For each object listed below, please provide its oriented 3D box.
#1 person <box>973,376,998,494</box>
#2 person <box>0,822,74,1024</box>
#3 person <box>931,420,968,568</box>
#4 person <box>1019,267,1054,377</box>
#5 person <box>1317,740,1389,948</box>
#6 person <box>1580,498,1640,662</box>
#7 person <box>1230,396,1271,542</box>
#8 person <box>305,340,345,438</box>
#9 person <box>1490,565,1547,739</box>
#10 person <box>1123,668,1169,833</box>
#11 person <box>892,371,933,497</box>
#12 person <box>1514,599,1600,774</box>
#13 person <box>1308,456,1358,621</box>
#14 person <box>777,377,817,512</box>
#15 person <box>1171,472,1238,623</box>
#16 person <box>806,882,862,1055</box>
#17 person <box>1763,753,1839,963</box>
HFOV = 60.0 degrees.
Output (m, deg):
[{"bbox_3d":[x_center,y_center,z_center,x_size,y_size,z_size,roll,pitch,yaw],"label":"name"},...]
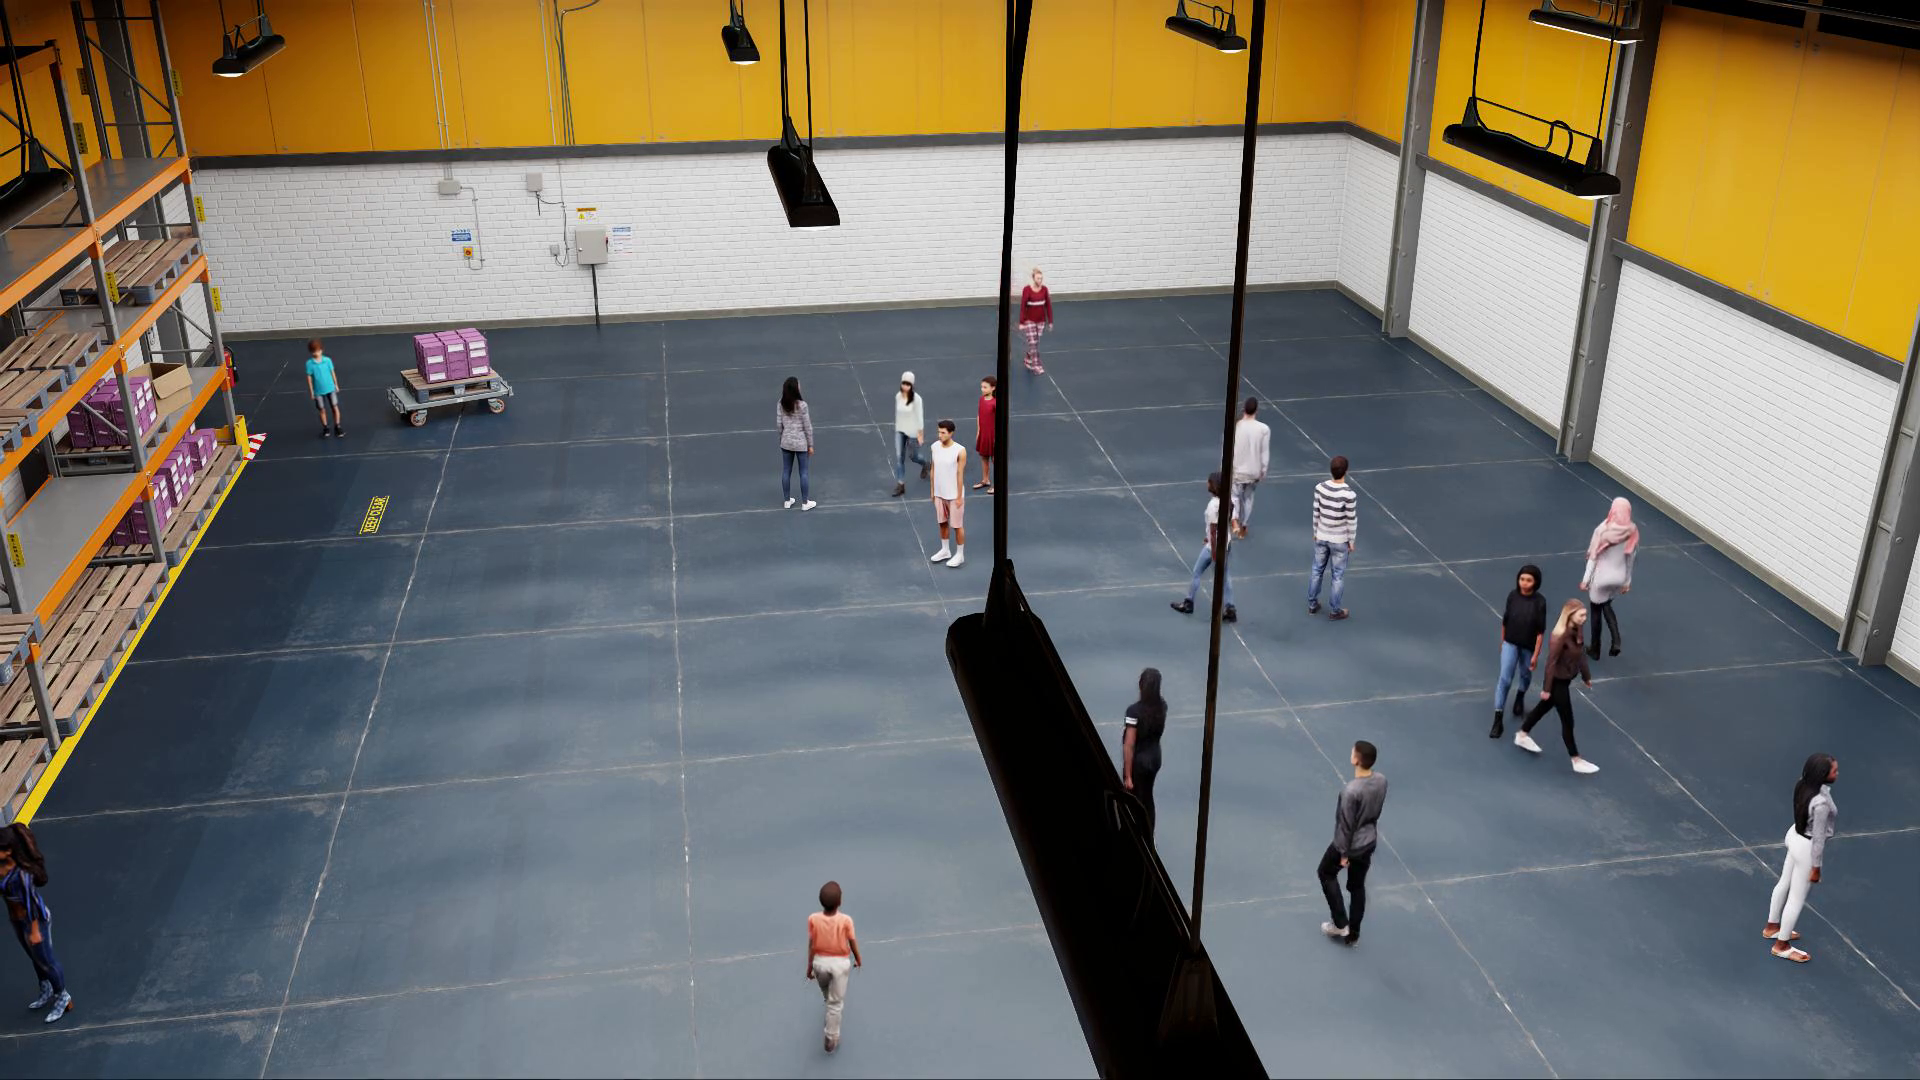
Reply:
[{"bbox_3d":[0.387,-1.383,21.497,0.672,1.552,0.732,22,32,40],"label":"person"},{"bbox_3d":[-6.702,2.742,11.983,0.673,1.614,0.753,20,31,38],"label":"person"},{"bbox_3d":[-0.109,-0.561,19.328,0.709,1.784,0.774,17,29,33],"label":"person"},{"bbox_3d":[1.141,-3.432,26.046,0.826,1.664,1.107,-10,26,-22],"label":"person"},{"bbox_3d":[3.068,2.358,12.694,0.712,1.749,0.723,-13,27,-28],"label":"person"},{"bbox_3d":[6.676,0.451,17.001,0.650,1.793,0.743,-6,24,-13],"label":"person"},{"bbox_3d":[3.413,-0.819,19.868,0.887,1.823,1.033,5,24,12],"label":"person"},{"bbox_3d":[-8.954,-2.153,23.412,0.613,1.430,0.669,-10,26,-22],"label":"person"},{"bbox_3d":[5.388,1.013,15.896,0.983,1.649,1.173,10,26,22],"label":"person"},{"bbox_3d":[1.505,1.893,13.779,0.834,1.731,0.837,14,27,29],"label":"person"},{"bbox_3d":[-0.620,-1.402,21.448,0.985,1.627,1.075,15,28,30],"label":"person"},{"bbox_3d":[5.434,1.284,15.269,1.170,1.654,1.026,21,31,39],"label":"person"},{"bbox_3d":[4.036,-0.032,18.030,0.698,1.854,0.775,18,29,35],"label":"person"},{"bbox_3d":[-2.078,-1.221,20.902,0.687,1.733,0.693,9,25,19],"label":"person"},{"bbox_3d":[2.850,0.100,17.931,1.017,1.692,0.973,15,28,30],"label":"person"},{"bbox_3d":[-0.920,3.031,11.735,0.692,1.283,0.926,4,24,8],"label":"person"},{"bbox_3d":[6.434,2.379,12.677,0.722,1.725,0.573,4,24,9],"label":"person"}]
